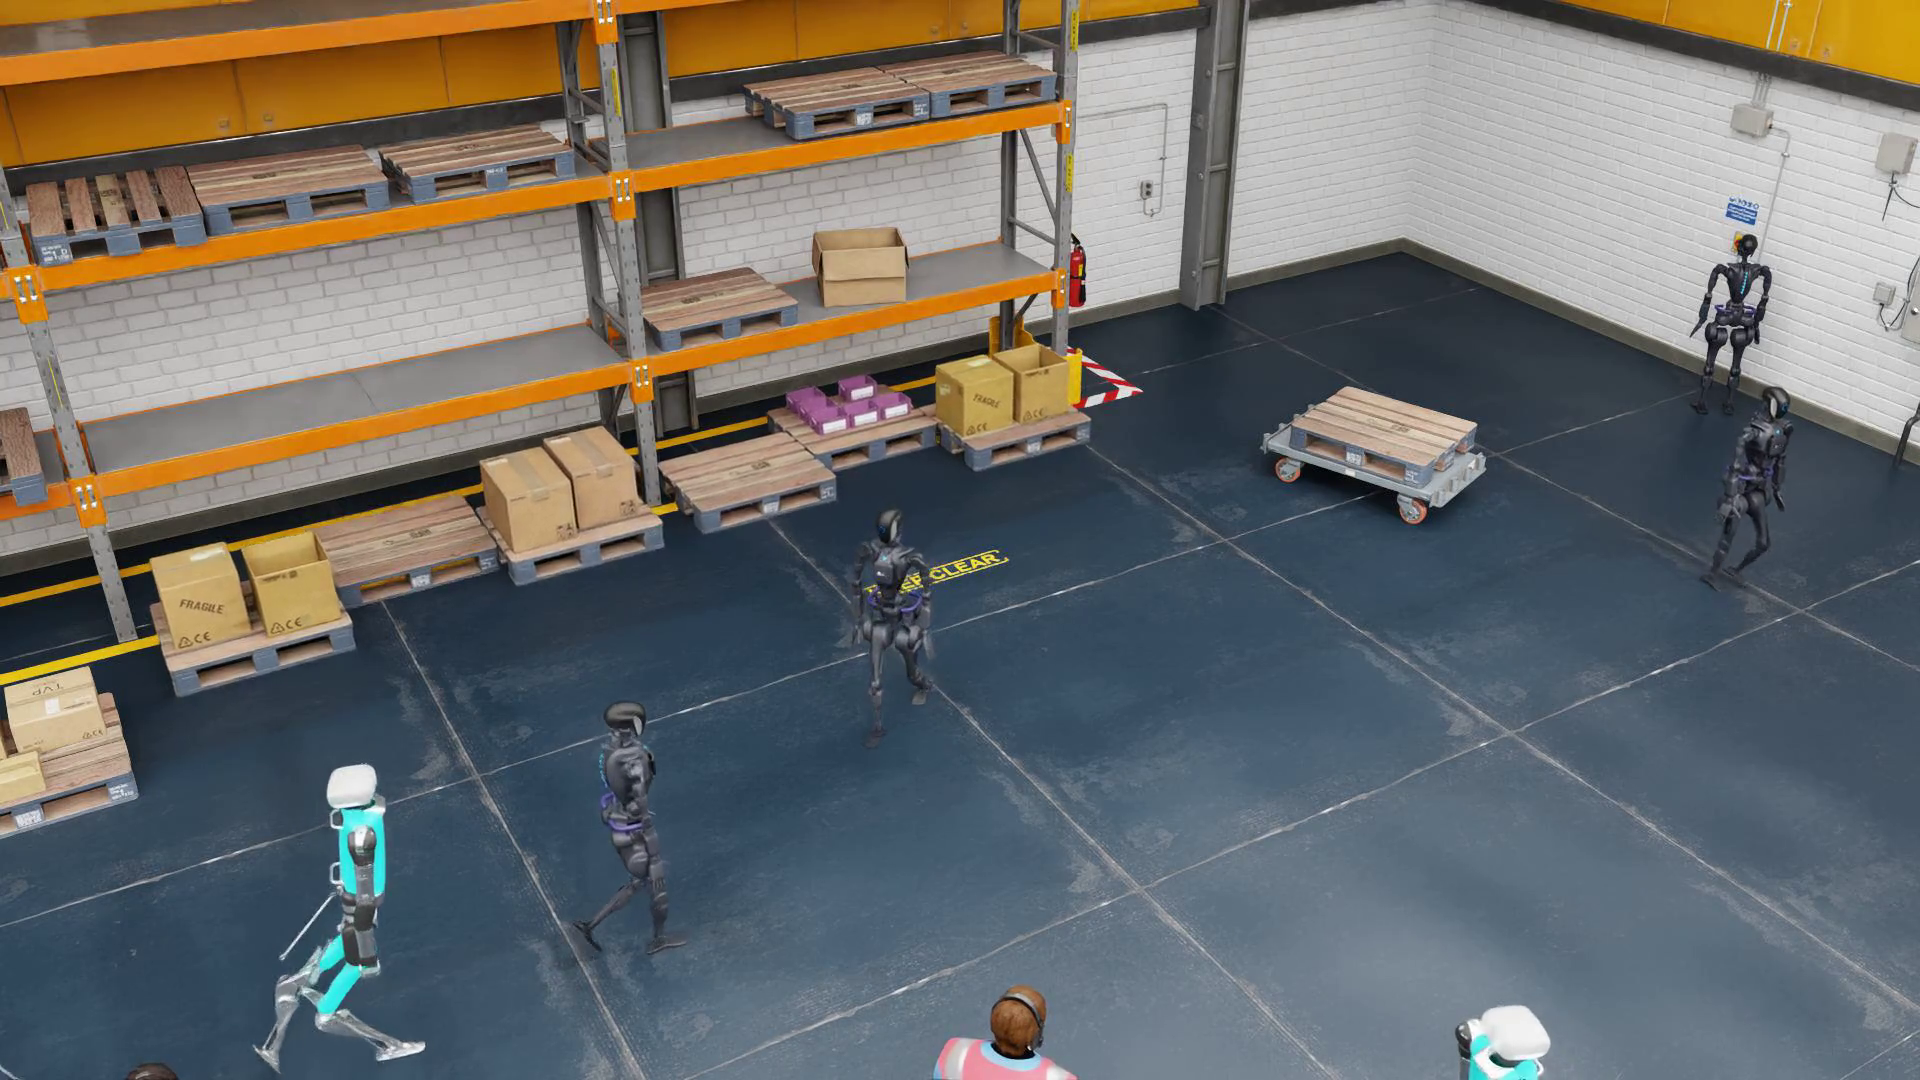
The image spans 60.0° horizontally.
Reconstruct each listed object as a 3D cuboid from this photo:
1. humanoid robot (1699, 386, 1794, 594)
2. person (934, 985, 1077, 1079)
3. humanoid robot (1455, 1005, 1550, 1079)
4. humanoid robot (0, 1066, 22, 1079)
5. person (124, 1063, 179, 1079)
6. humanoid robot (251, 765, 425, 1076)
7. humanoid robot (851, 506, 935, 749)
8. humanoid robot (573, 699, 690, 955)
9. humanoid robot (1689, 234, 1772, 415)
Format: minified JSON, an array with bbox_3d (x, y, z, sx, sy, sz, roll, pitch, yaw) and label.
[{"bbox_3d":[5.782,-0.358,12.175,0.595,1.644,0.367,-13,32,-21],"label":"humanoid robot"},{"bbox_3d":[0.208,2.564,6.853,0.628,1.836,0.431,11,31,18],"label":"person"},{"bbox_3d":[2.341,2.606,6.865,0.670,1.777,0.575,-11,31,-18],"label":"humanoid robot"},{"bbox_3d":[-4.413,2.364,7.391,0.674,1.878,0.544,-15,33,-25],"label":"humanoid robot"},{"bbox_3d":[-2.924,2.779,6.430,0.536,1.871,0.415,-8,30,-13],"label":"person"},{"bbox_3d":[-3.179,1.934,8.077,0.970,1.765,0.554,-10,31,-17],"label":"humanoid robot"},{"bbox_3d":[-0.399,0.511,10.694,0.595,1.656,0.744,11,31,18],"label":"humanoid robot"},{"bbox_3d":[-1.794,1.557,8.800,0.597,1.632,0.598,-13,32,-22],"label":"humanoid robot"},{"bbox_3d":[6.926,-1.945,14.971,0.599,1.657,0.315,5,30,8],"label":"humanoid robot"}]
